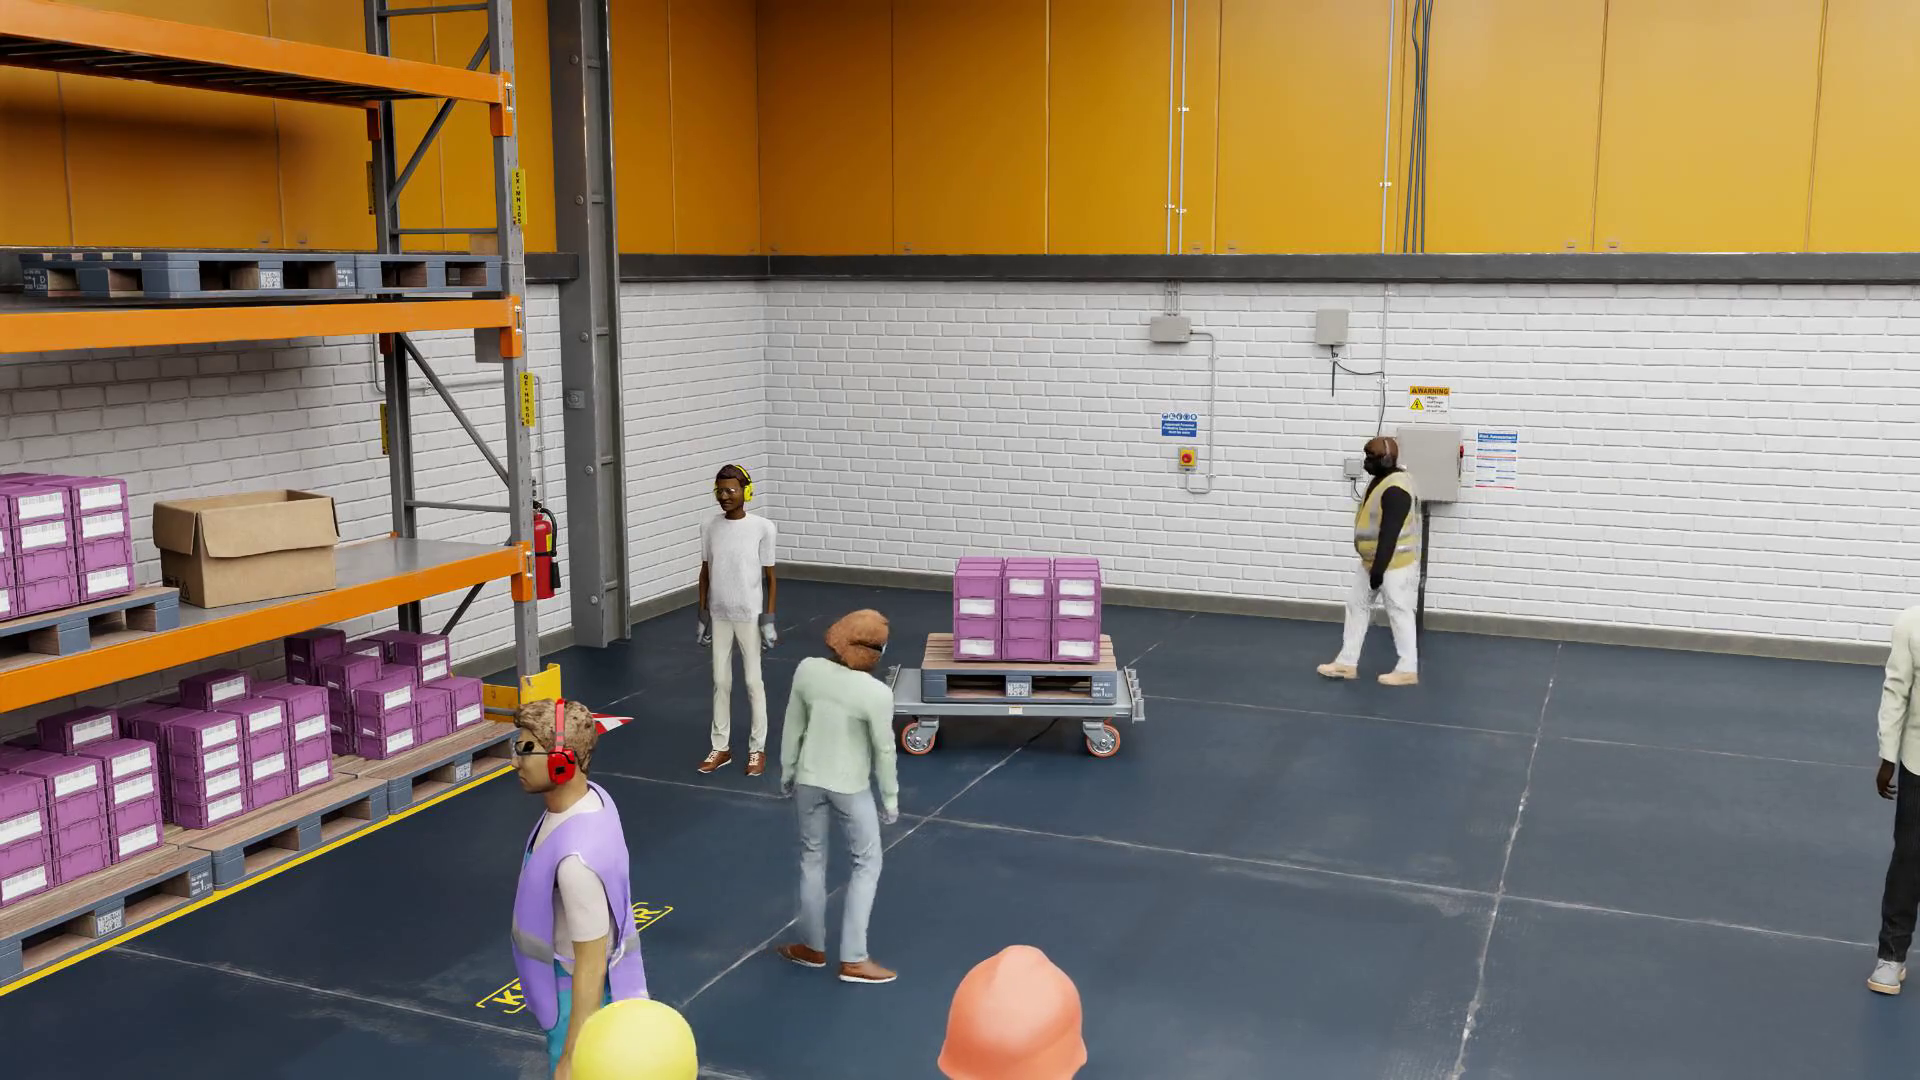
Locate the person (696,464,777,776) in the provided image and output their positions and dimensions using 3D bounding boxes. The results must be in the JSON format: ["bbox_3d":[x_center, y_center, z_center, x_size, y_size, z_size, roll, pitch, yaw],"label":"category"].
[{"bbox_3d":[-1.339,0.475,9.920,0.512,1.873,0.329,2,10,14],"label":"person"}]

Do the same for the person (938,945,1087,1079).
[{"bbox_3d":[0.079,1.618,2.791,0.545,1.938,0.361,1,9,7],"label":"person"}]

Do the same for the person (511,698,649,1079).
[{"bbox_3d":[-1.080,1.344,4.724,0.389,1.846,0.566,-3,10,-16],"label":"person"}]

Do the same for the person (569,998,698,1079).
[{"bbox_3d":[-0.551,1.645,2.965,0.599,1.822,1.082,-1,9,-4],"label":"person"}]

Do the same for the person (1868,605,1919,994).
[{"bbox_3d":[4.096,0.924,6.822,0.609,1.996,0.383,5,11,30],"label":"person"}]

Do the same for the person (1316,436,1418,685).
[{"bbox_3d":[2.965,0.158,12.016,0.824,1.806,0.653,0,9,0],"label":"person"}]

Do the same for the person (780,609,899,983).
[{"bbox_3d":[-0.524,1.073,7.136,0.600,1.597,0.324,5,10,26],"label":"person"}]
